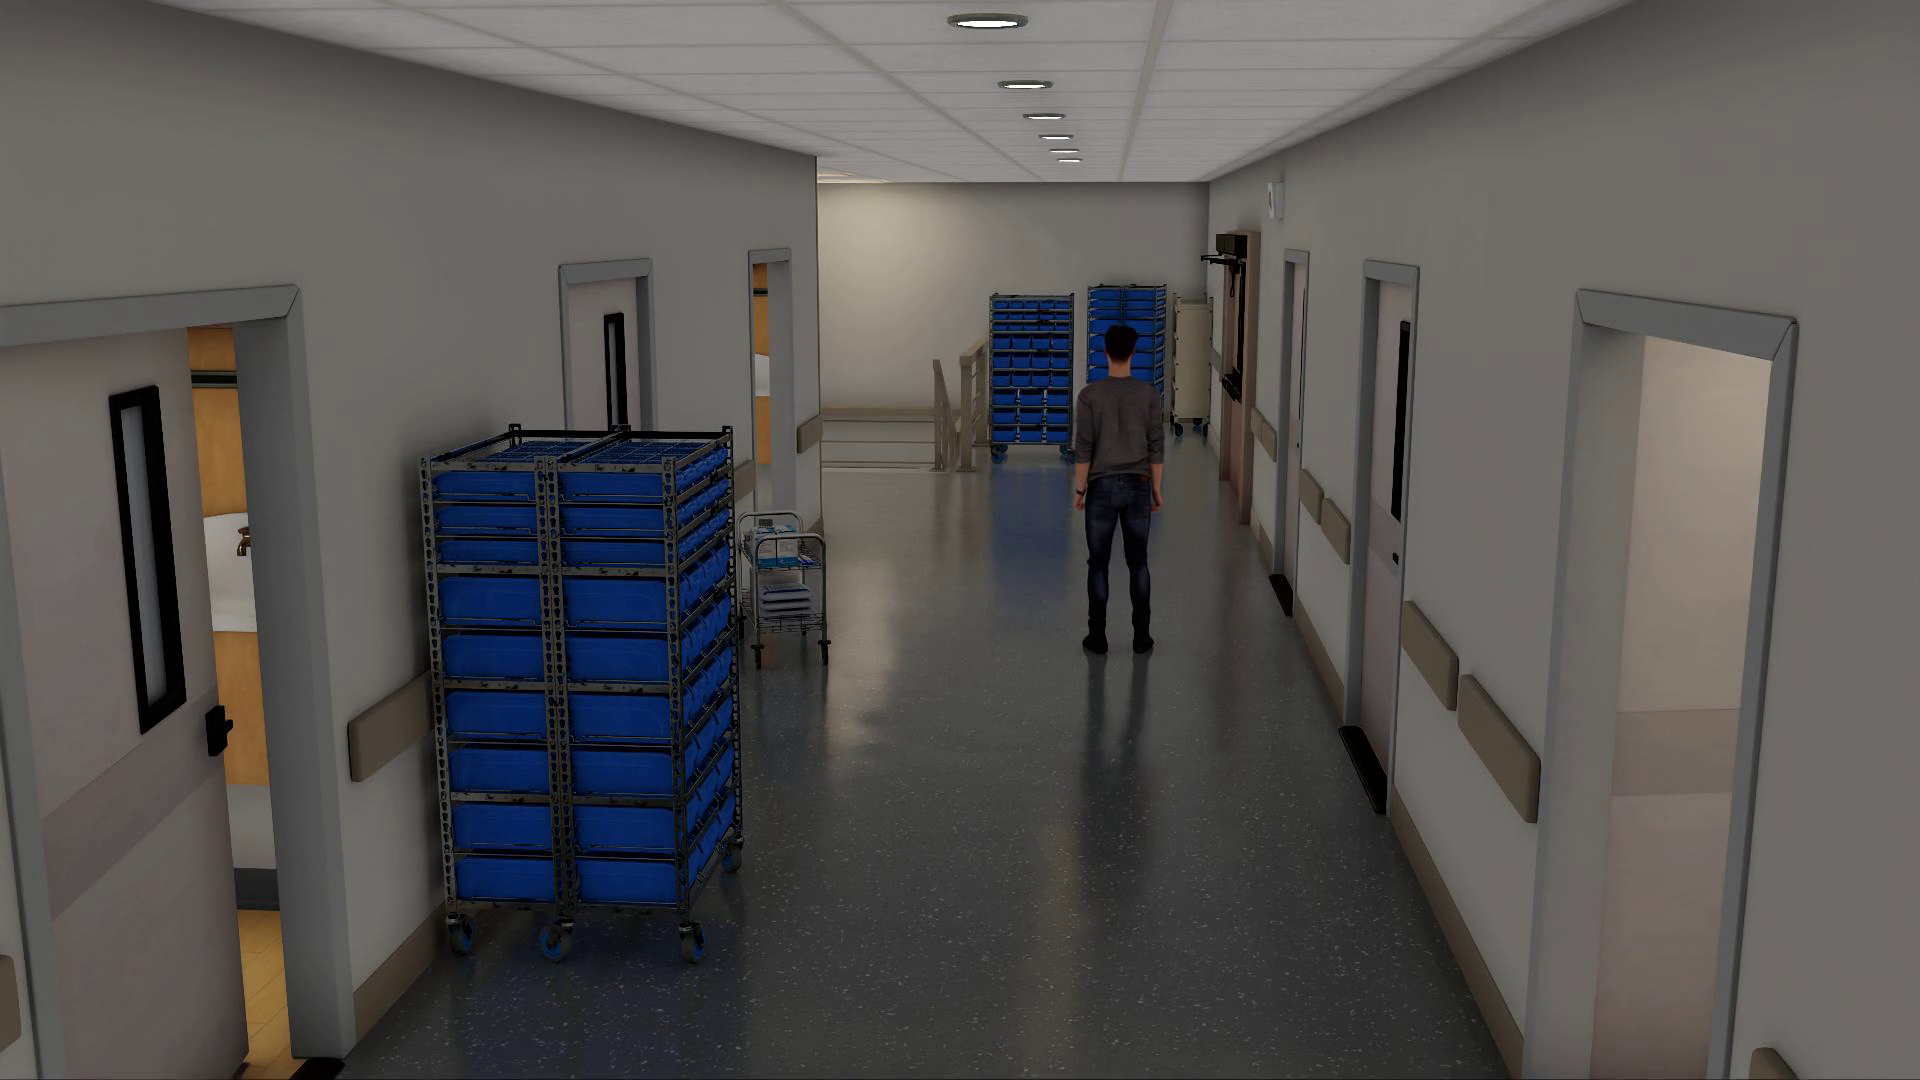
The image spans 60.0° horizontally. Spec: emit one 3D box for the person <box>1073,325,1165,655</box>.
[{"bbox_3d":[0.923,-0.289,9.661,0.707,1.904,0.624,0,11,-3],"label":"person"}]
